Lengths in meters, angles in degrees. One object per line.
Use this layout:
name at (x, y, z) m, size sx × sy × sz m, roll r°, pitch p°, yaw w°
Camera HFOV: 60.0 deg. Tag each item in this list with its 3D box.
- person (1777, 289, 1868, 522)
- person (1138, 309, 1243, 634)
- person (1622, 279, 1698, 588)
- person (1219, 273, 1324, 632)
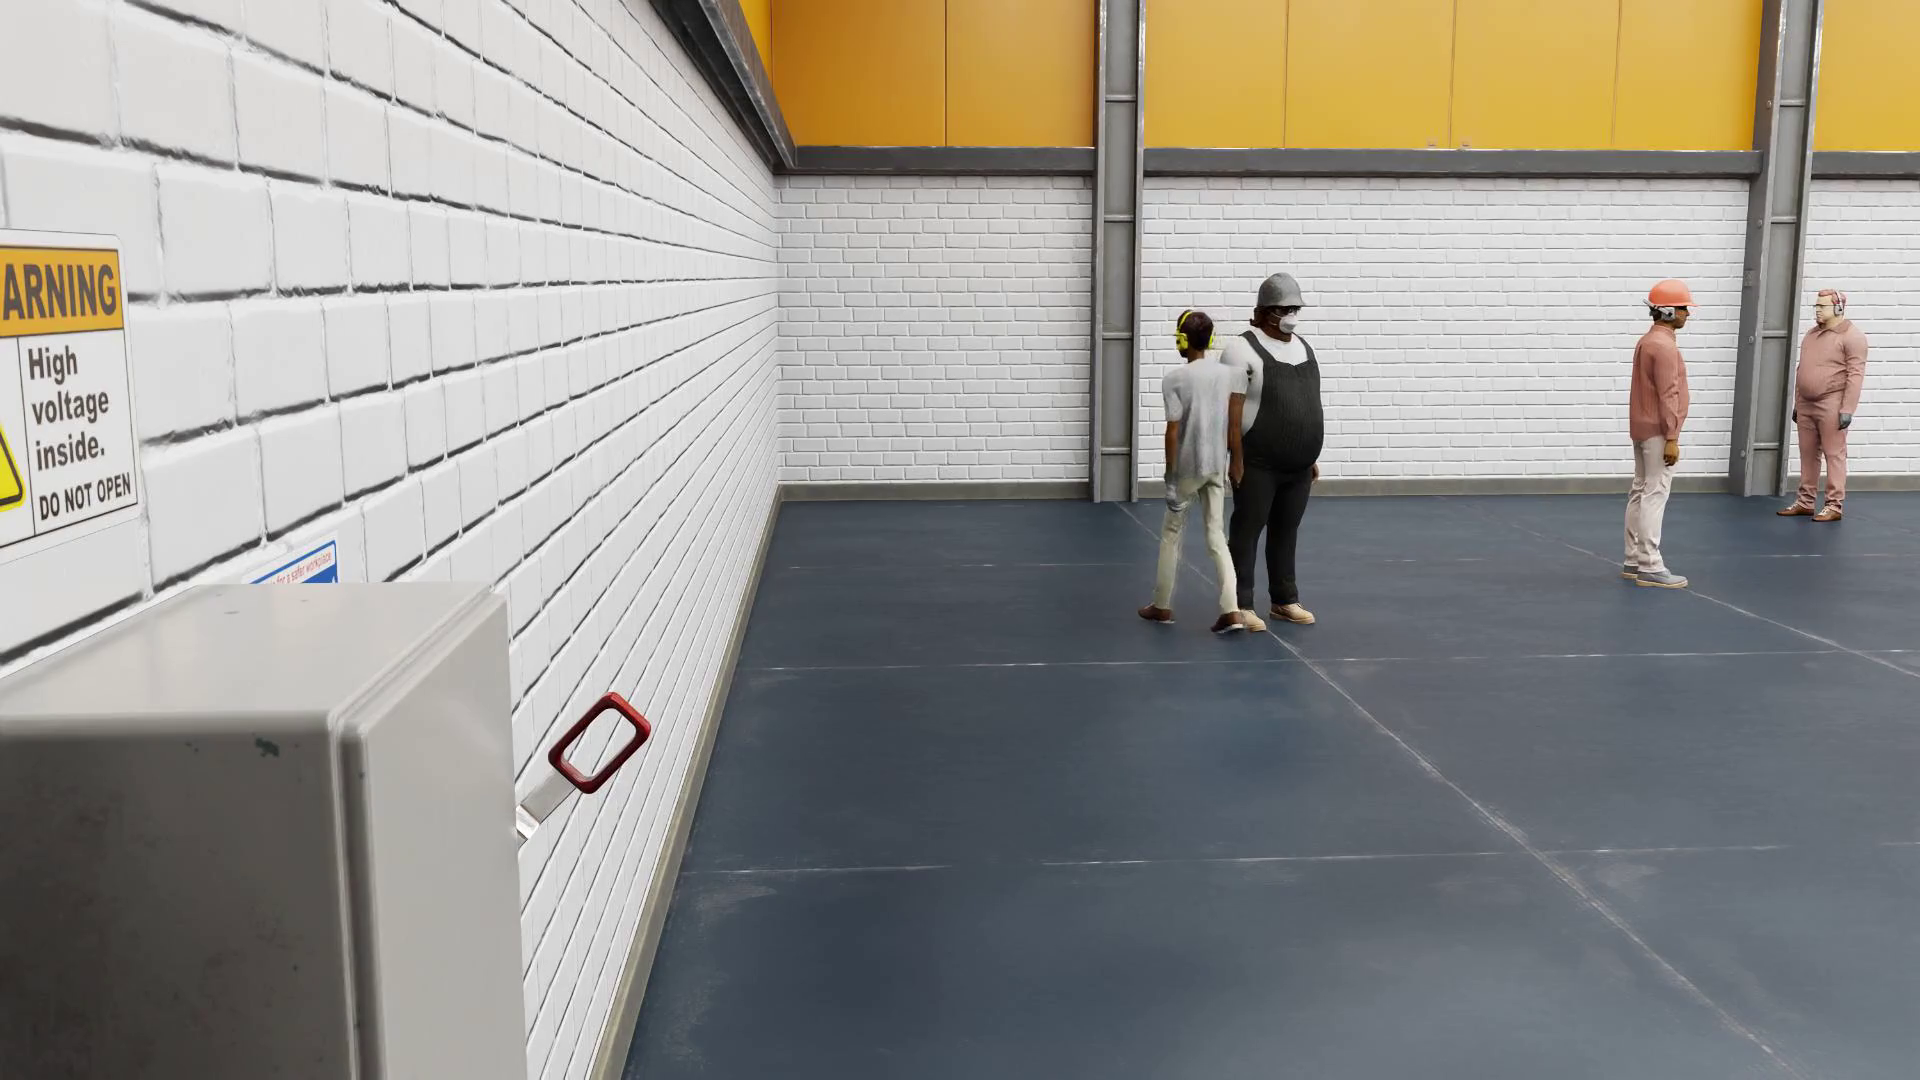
person at (7.117, -1.107, 13.732) m, size 0.408 × 1.908 × 0.644 m, roll -3°, pitch 9°, yaw -16°
person at (1.348, -0.389, 9.450) m, size 0.522 × 1.840 × 0.836 m, roll -3°, pitch 10°, yaw -21°
person at (4.563, -0.694, 10.861) m, size 0.376 × 1.995 × 0.612 m, roll 1°, pitch 9°, yaw 6°
person at (1.828, -0.503, 9.515) m, size 0.678 × 2.000 × 0.537 m, roll -6°, pitch 11°, yaw -32°
